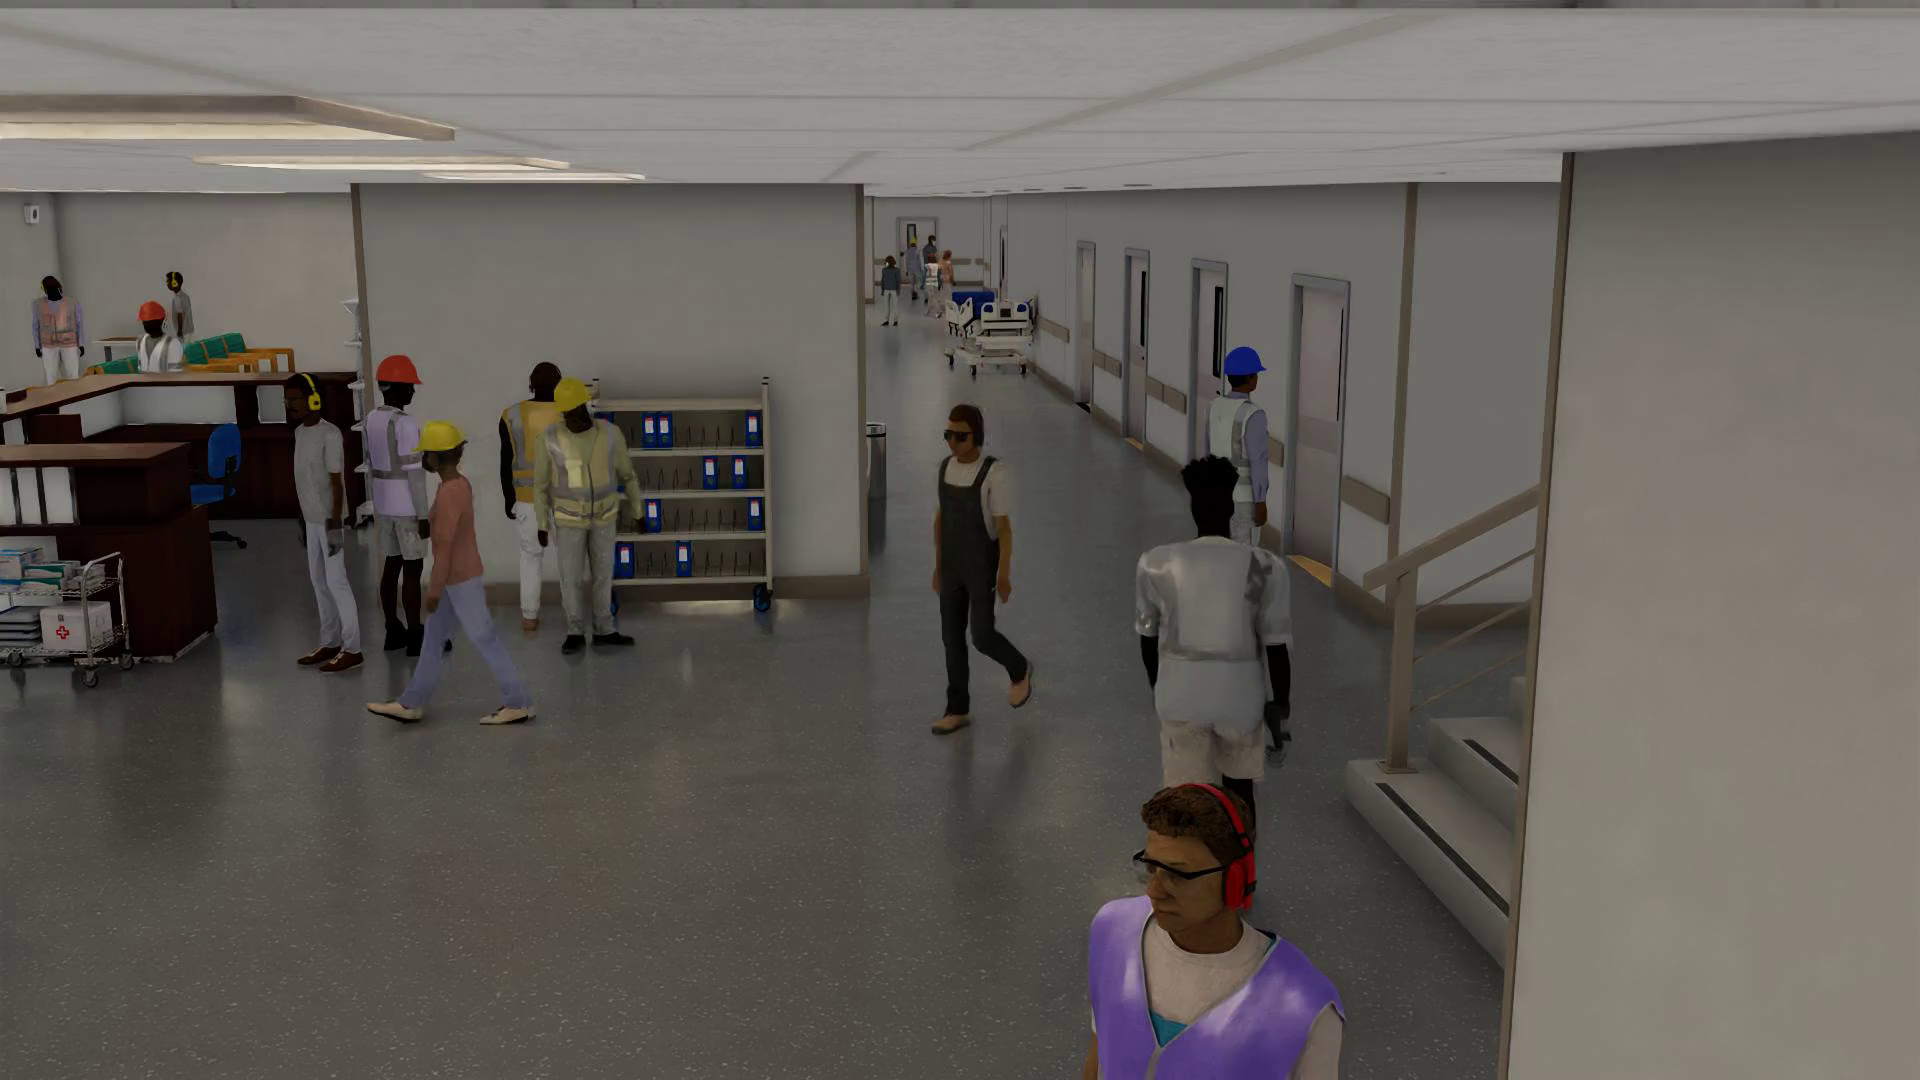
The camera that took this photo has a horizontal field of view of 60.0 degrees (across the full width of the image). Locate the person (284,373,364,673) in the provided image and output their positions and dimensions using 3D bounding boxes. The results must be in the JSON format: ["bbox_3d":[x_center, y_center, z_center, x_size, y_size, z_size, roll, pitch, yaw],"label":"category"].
[{"bbox_3d":[-3.975,-0.107,10.333,0.505,1.864,0.333,10,16,41],"label":"person"}]

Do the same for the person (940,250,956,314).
[{"bbox_3d":[-0.307,-6.638,42.826,0.382,1.626,0.520,-5,13,-23],"label":"person"}]

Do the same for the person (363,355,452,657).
[{"bbox_3d":[-3.571,-0.219,10.690,0.544,1.936,0.359,10,15,39],"label":"person"}]

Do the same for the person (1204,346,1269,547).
[{"bbox_3d":[1.854,-0.314,11.116,0.381,1.951,0.607,-6,13,-27],"label":"person"}]

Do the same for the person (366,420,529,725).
[{"bbox_3d":[-2.839,0.201,9.154,0.895,1.711,0.543,-2,12,-12],"label":"person"}]

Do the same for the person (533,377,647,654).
[{"bbox_3d":[-2.373,-0.153,10.695,0.704,1.810,0.413,-6,13,-27],"label":"person"}]

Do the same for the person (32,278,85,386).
[{"bbox_3d":[-12.446,-2.687,22.982,0.637,1.842,0.429,-4,12,-19],"label":"person"}]

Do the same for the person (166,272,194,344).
[{"bbox_3d":[-11.573,-3.050,24.728,0.333,1.860,0.521,-3,12,-14],"label":"person"}]

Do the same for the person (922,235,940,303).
[{"bbox_3d":[-0.833,-7.699,47.270,0.388,1.930,0.629,7,13,29],"label":"person"}]

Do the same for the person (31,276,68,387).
[{"bbox_3d":[-12.766,-2.786,23.445,0.520,1.856,0.333,-4,12,-20],"label":"person"}]

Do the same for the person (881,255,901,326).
[{"bbox_3d":[-1.609,-5.795,38.680,0.502,1.632,0.284,5,13,25],"label":"person"}]

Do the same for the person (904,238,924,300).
[{"bbox_3d":[-1.321,-7.894,48.473,0.644,1.818,0.519,6,13,26],"label":"person"}]

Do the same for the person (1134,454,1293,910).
[{"bbox_3d":[0.998,0.617,6.616,0.610,1.918,0.907,1,12,6],"label":"person"}]

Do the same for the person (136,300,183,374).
[{"bbox_3d":[-8.031,-1.437,16.683,0.561,1.918,0.402,4,12,19],"label":"person"}]

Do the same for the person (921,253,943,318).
[{"bbox_3d":[-0.670,-6.364,41.543,0.505,1.600,0.845,-10,15,-40],"label":"person"}]

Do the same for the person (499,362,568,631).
[{"bbox_3d":[-2.794,-0.293,11.319,0.629,1.837,0.429,-2,12,-11],"label":"person"}]

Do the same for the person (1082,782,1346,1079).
[{"bbox_3d":[0.464,1.347,3.257,0.563,1.847,0.390,10,16,42],"label":"person"}]

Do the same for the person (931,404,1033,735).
[{"bbox_3d":[0.101,0.143,9.182,0.516,1.828,0.627,10,15,39],"label":"person"}]
